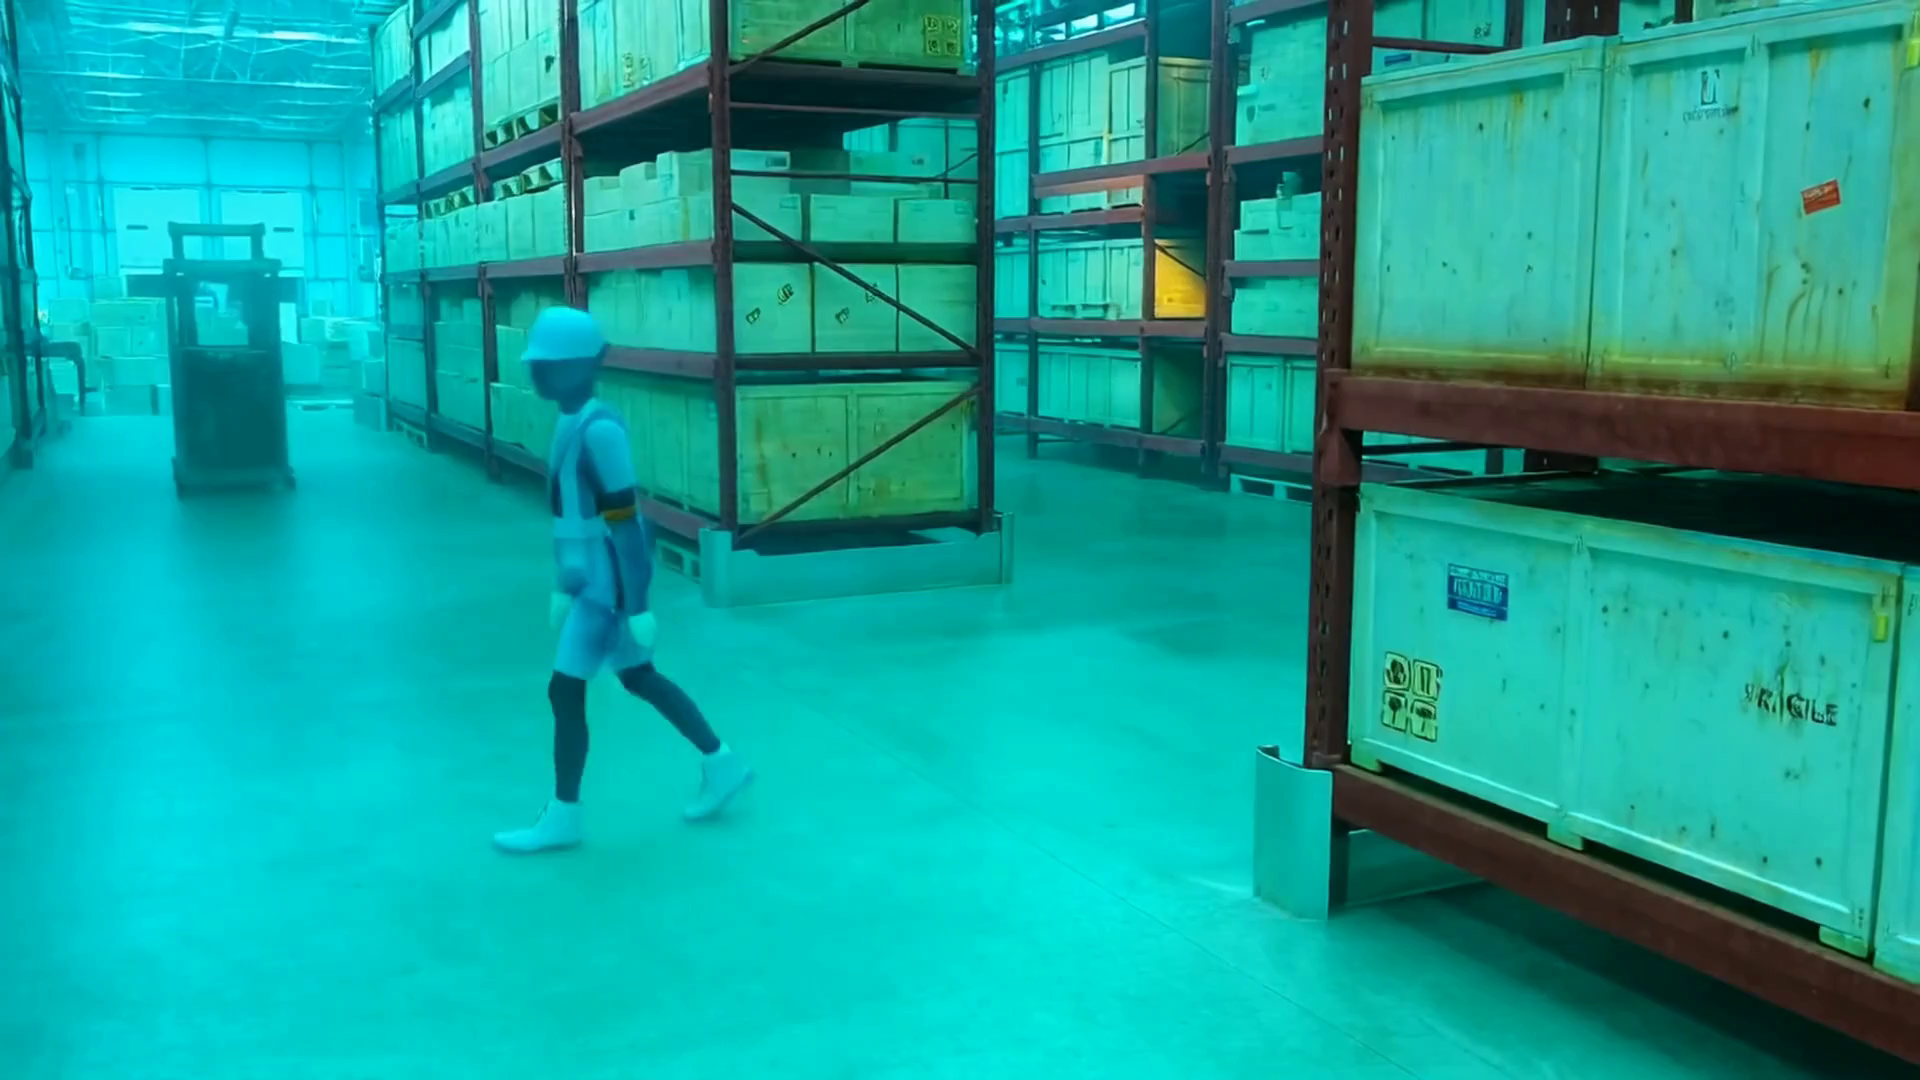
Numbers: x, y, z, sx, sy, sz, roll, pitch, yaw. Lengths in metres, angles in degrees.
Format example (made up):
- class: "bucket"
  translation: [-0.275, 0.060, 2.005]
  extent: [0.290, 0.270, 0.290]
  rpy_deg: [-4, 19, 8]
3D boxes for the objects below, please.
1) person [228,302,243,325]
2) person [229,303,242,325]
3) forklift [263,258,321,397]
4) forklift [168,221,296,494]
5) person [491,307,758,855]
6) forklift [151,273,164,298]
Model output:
- class: "person"
  translation: [-20.565, -5.766, 47.141]
  extent: [0.482, 1.925, 0.641]
  rpy_deg: [0, 8, 1]
- class: "person"
  translation: [-20.257, -5.637, 46.308]
  extent: [0.830, 1.910, 0.549]
  rpy_deg: [-1, 8, -6]
- class: "forklift"
  translation: [-14.019, -4.277, 33.585]
  extent: [1.873, 2.768, 1.129]
  rpy_deg: [-4, 9, -27]
- class: "forklift"
  translation: [-7.846, -1.979, 17.736]
  extent: [1.129, 2.768, 1.873]
  rpy_deg: [-4, 9, -26]
- class: "person"
  translation: [-1.228, 0.139, 6.178]
  extent: [0.990, 2.007, 0.614]
  rpy_deg: [-3, 9, -19]
- class: "forklift"
  translation: [-24.814, -6.996, 52.331]
  extent: [1.873, 2.768, 1.129]
  rpy_deg: [6, 10, 37]
